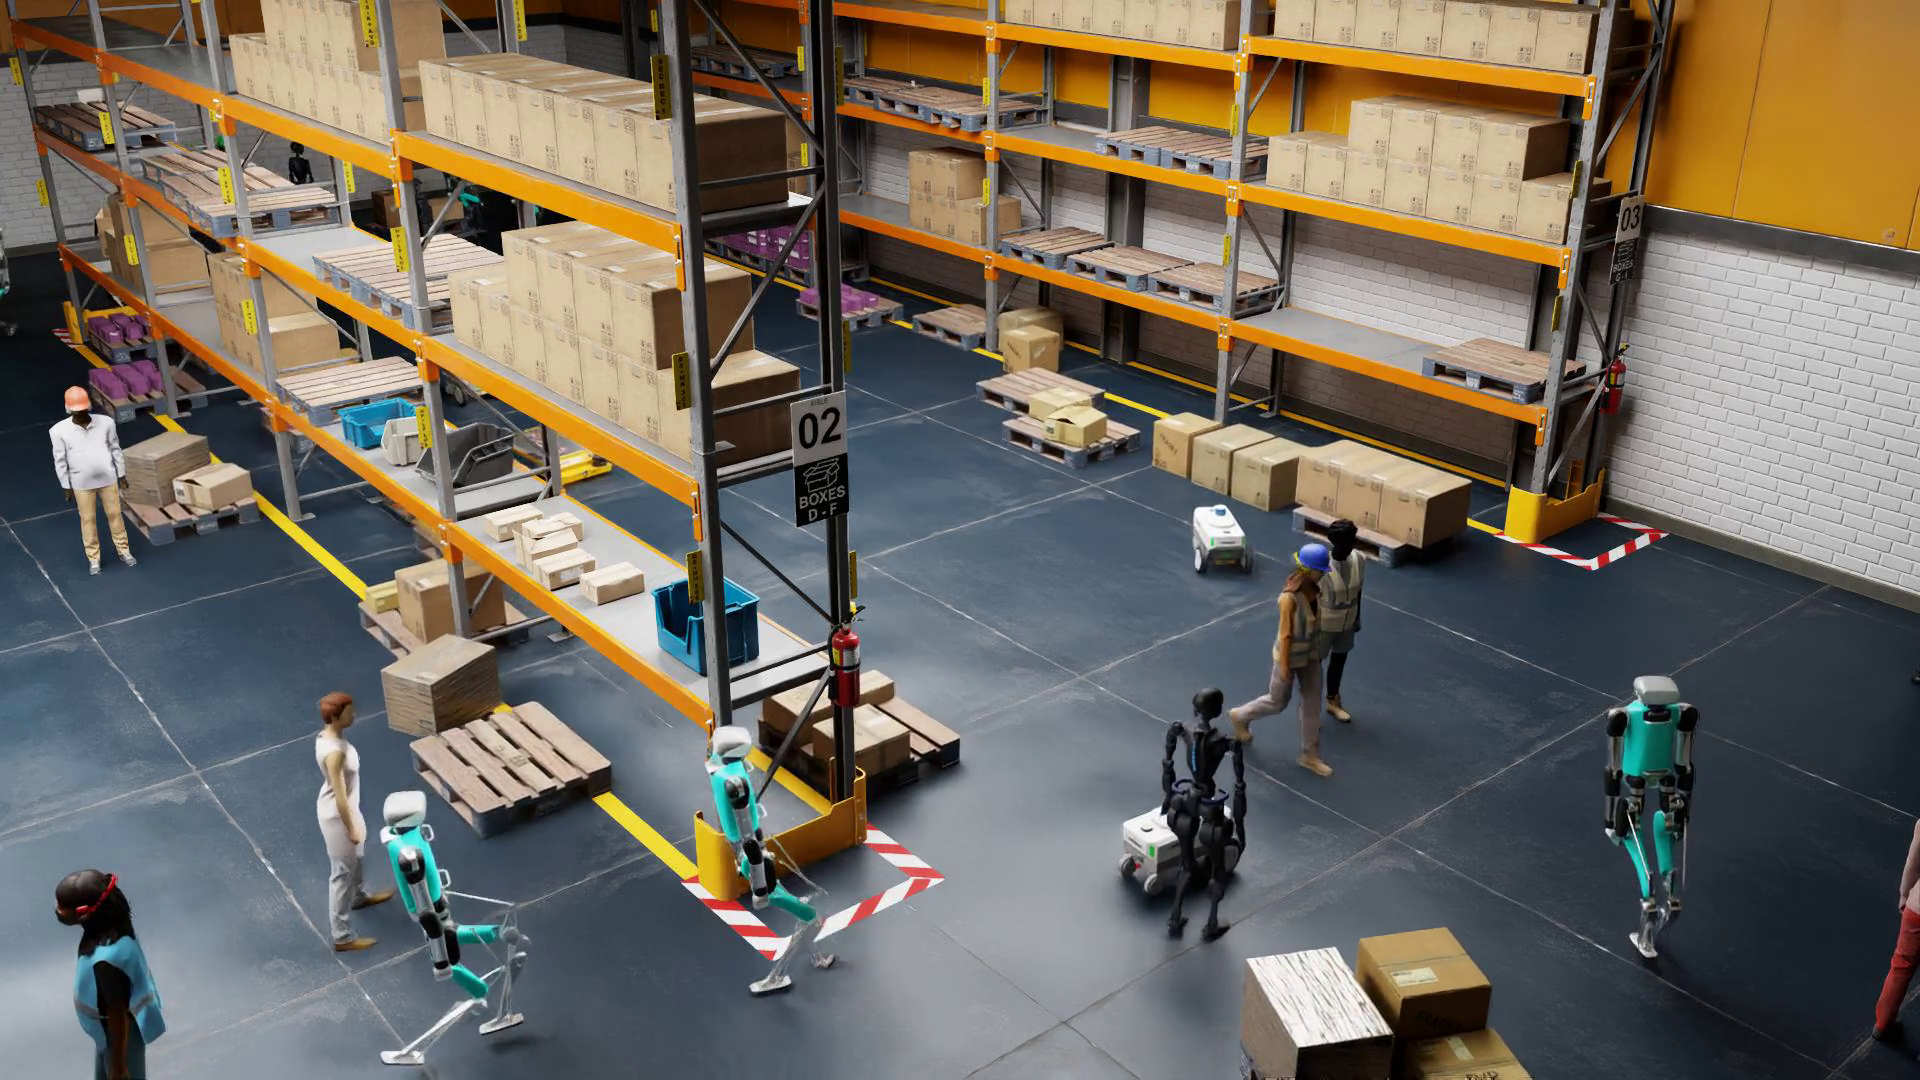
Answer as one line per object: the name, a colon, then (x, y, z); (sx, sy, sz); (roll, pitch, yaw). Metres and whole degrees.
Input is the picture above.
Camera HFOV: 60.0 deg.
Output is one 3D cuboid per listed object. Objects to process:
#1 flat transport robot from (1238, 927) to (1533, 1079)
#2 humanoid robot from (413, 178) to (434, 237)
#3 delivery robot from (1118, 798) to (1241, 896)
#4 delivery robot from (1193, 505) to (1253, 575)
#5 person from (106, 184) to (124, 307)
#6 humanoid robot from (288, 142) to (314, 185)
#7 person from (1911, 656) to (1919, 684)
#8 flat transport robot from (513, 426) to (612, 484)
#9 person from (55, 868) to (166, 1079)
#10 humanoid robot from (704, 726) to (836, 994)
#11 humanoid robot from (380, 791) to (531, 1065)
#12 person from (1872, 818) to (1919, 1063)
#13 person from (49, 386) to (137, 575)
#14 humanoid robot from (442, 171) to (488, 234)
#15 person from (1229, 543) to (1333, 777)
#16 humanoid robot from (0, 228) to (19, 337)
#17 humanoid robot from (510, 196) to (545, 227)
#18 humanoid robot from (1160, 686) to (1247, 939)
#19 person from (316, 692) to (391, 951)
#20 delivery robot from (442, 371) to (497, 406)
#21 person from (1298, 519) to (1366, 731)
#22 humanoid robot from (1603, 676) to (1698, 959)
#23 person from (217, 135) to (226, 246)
flat transport robot: (2.178, 3.062, 8.552); (0.659, 0.231, 1.431); (-5, 24, -11)
humanoid robot: (-7.759, -4.495, 24.341); (0.748, 1.619, 0.591); (-11, 26, -23)
delivery robot: (1.409, 1.920, 10.805); (0.750, 0.570, 0.499); (-15, 27, -30)
delivery robot: (2.390, -0.031, 15.348); (0.499, 0.590, 0.793); (-2, 23, -5)
person: (-11.576, -4.155, 23.235); (0.651, 1.885, 0.777); (17, 29, 35)
humanoid robot: (-10.589, -5.635, 26.934); (0.600, 1.635, 0.656); (14, 27, 29)
person: (7.809, 0.266, 12.945); (0.547, 1.925, 0.387); (13, 27, 28)
flat transport robot: (-4.395, -0.920, 17.774); (0.659, 0.231, 1.431); (-21, 31, -39)
person: (-4.090, 2.400, 8.081); (0.442, 1.863, 0.528); (-12, 26, -26)
humanoid robot: (-1.000, 1.875, 9.566); (0.834, 1.879, 0.547); (-9, 25, -19)
humanoid robot: (-2.687, 2.084, 8.960); (1.013, 1.728, 0.554); (-10, 25, -23)
person: (5.368, 2.039, 9.045); (0.337, 1.756, 0.516); (-19, 30, -37)
person: (-7.843, -0.558, 15.062); (0.571, 1.748, 0.332); (-18, 29, -35)
humanoid robot: (-8.084, -5.785, 27.238); (1.034, 1.756, 0.545); (4, 24, 9)
person: (2.355, 0.805, 11.926); (0.469, 1.732, 0.813); (-20, 30, -38)
humanoid robot: (-12.566, -3.310, 21.434); (0.549, 1.737, 0.968); (-3, 24, -8)
humanoid robot: (-6.885, -5.532, 26.603); (0.997, 1.719, 0.534); (15, 28, 31)
humanoid robot: (1.459, 1.644, 10.075); (0.597, 1.656, 0.360); (16, 28, 32)
person: (-3.724, 1.661, 10.076); (0.364, 1.647, 0.539); (-9, 25, -20)
delivery robot: (-5.831, -1.922, 19.759); (0.516, 0.614, 0.785); (-20, 30, -38)
person: (2.777, 0.616, 12.423); (0.533, 1.691, 0.319); (-12, 26, -25)
humanoid robot: (4.098, 1.748, 9.790); (0.558, 1.807, 0.797); (-1, 23, -3)
person: (-11.374, -5.370, 25.998); (0.467, 1.920, 0.540); (-15, 27, -31)
